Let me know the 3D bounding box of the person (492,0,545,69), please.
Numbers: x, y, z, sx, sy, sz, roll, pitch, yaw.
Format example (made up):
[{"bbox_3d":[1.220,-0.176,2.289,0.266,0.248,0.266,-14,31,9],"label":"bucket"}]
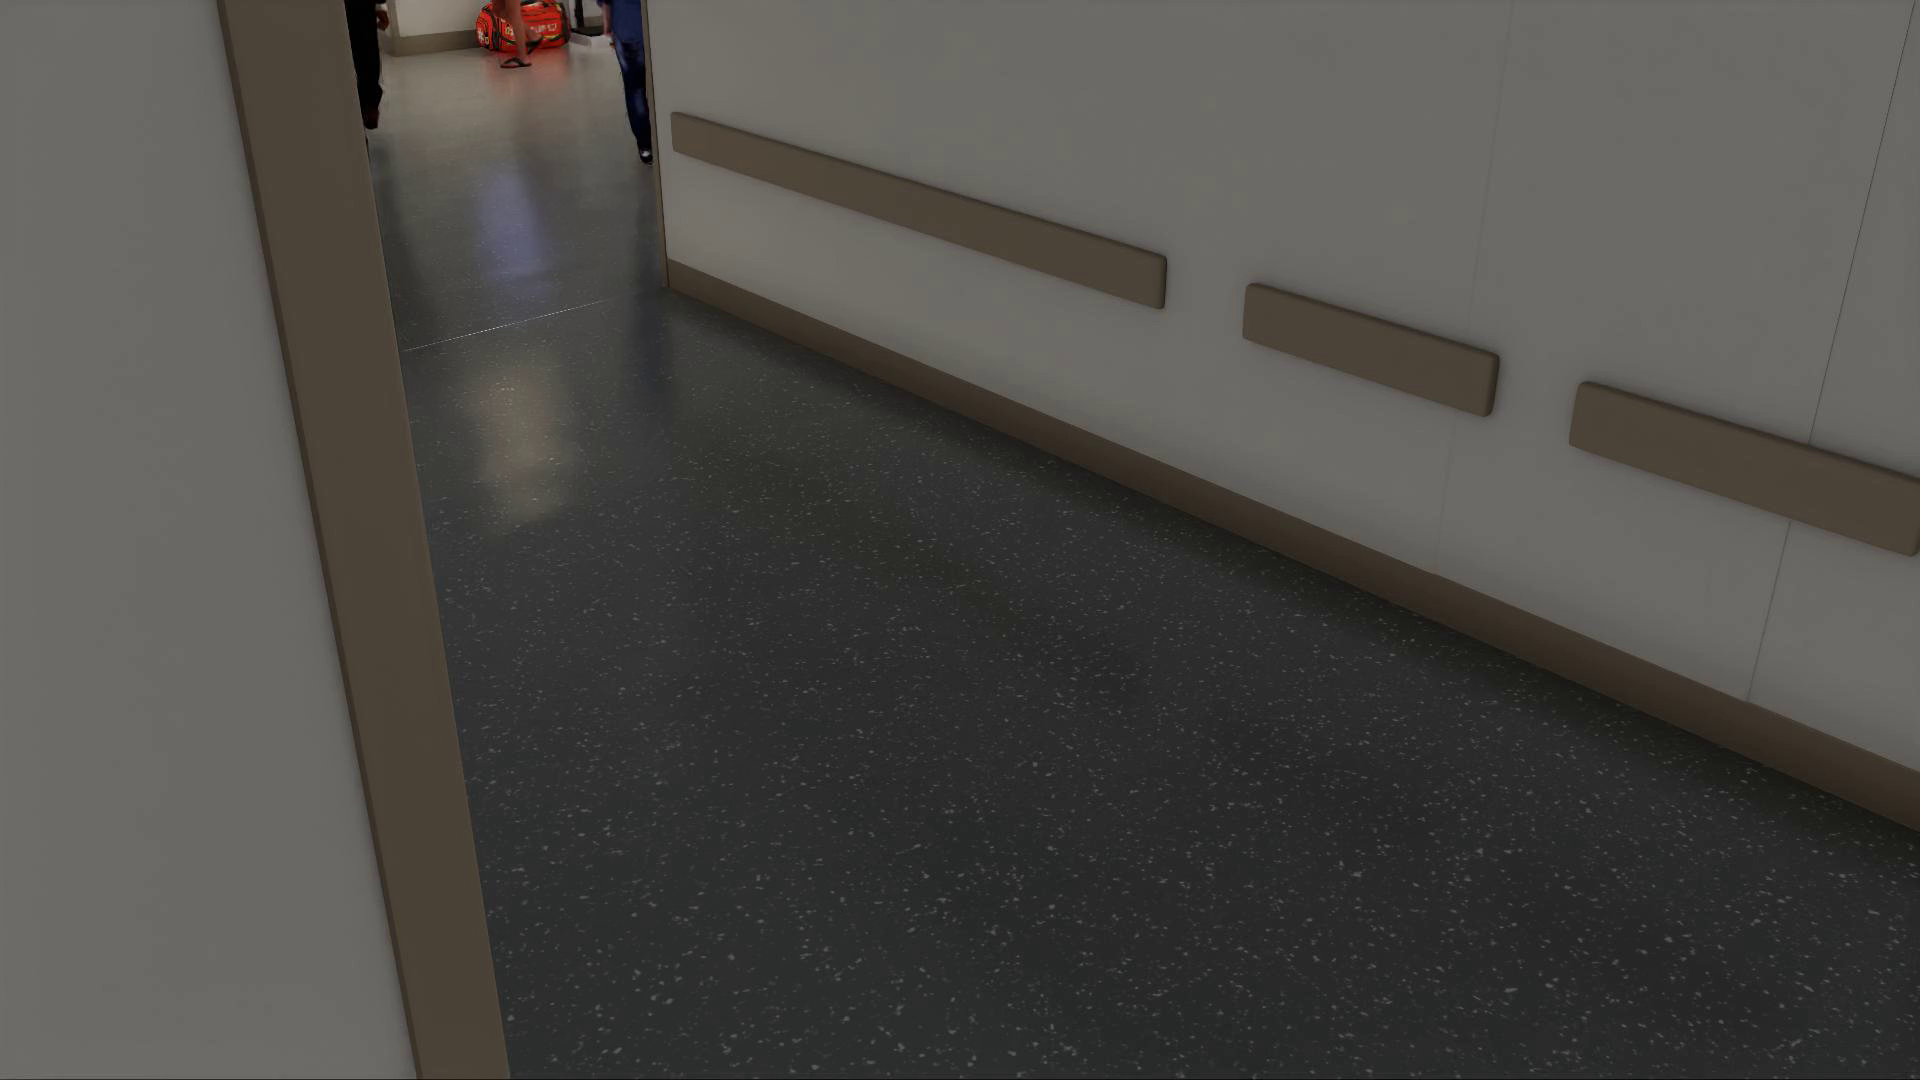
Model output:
[{"bbox_3d":[-3.639,-4.690,13.664,0.659,1.548,0.541,-18,31,-33],"label":"person"}]

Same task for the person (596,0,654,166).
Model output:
[{"bbox_3d":[-1.870,-3.008,9.894,1.130,1.793,1.155,-1,26,-2],"label":"person"}]
